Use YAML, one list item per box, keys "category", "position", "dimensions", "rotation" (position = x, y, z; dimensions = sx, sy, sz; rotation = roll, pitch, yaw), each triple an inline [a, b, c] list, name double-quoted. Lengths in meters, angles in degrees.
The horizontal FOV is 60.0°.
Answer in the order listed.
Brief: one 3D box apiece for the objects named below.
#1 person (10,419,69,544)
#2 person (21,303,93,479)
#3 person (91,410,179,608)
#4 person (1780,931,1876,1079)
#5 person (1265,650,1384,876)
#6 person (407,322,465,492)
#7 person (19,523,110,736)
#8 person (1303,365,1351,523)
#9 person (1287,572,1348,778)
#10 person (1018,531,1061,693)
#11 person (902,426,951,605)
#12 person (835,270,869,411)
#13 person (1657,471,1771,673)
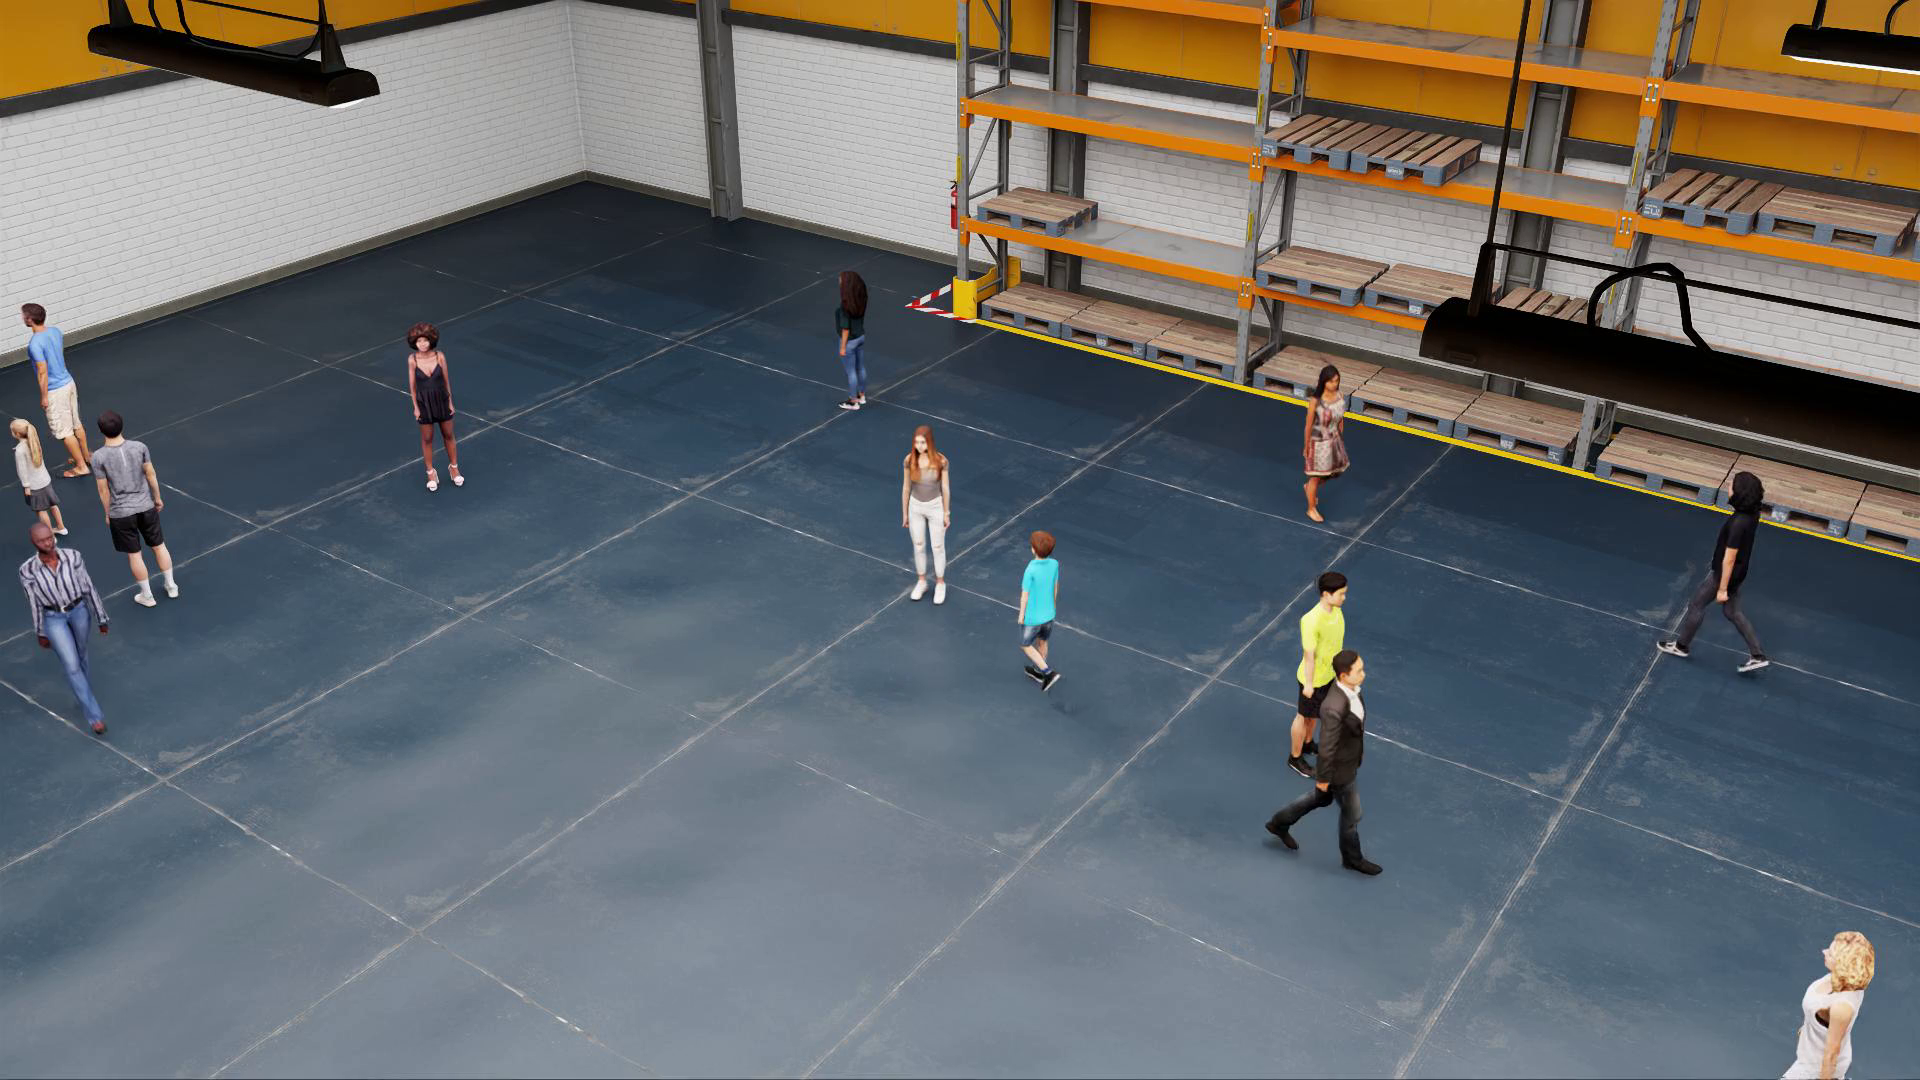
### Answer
- category: "person"
  position: [-8.898, -0.578, 16.021]
  dimensions: [0.641, 1.275, 0.594]
  rotation: [1, 29, 1]
- category: "person"
  position: [-9.349, -1.575, 17.226]
  dimensions: [0.808, 1.872, 0.768]
  rotation: [2, 29, 3]
- category: "person"
  position: [-7.393, -0.283, 14.858]
  dimensions: [0.695, 1.872, 0.610]
  rotation: [-25, 37, -38]
- category: "person"
  position: [4.896, 2.909, 9.263]
  dimensions: [1.078, 1.625, 0.601]
  rotation: [18, 34, 30]
- category: "person"
  position: [2.562, 1.525, 11.642]
  dimensions: [1.166, 1.776, 0.845]
  rotation: [11, 31, 20]
- category: "person"
  position: [-5.363, -1.367, 16.930]
  dimensions: [0.644, 1.789, 0.675]
  rotation: [-13, 31, -22]
- category: "person"
  position: [-7.164, 0.638, 13.277]
  dimensions: [1.026, 1.769, 0.739]
  rotation: [23, 36, 36]
- category: "person"
  position: [3.531, -0.990, 16.399]
  dimensions: [0.817, 1.636, 0.873]
  rotation: [-13, 31, -22]
- category: "person"
  position: [2.726, 0.988, 12.699]
  dimensions: [0.509, 1.708, 0.621]
  rotation: [17, 33, 29]
- category: "person"
  position: [0.687, 0.604, 13.681]
  dimensions: [0.636, 1.440, 0.792]
  rotation: [-22, 35, -34]
- category: "person"
  position: [-0.291, -0.254, 14.967]
  dimensions: [0.599, 1.716, 0.724]
  rotation: [5, 29, 9]
- category: "person"
  position: [-1.213, -2.261, 18.750]
  dimensions: [0.596, 1.616, 0.605]
  rotation: [16, 33, 27]
- category: "person"
  position: [6.490, 0.303, 13.855]
  dimensions: [1.162, 1.803, 0.757]
  rotation: [24, 37, 37]
